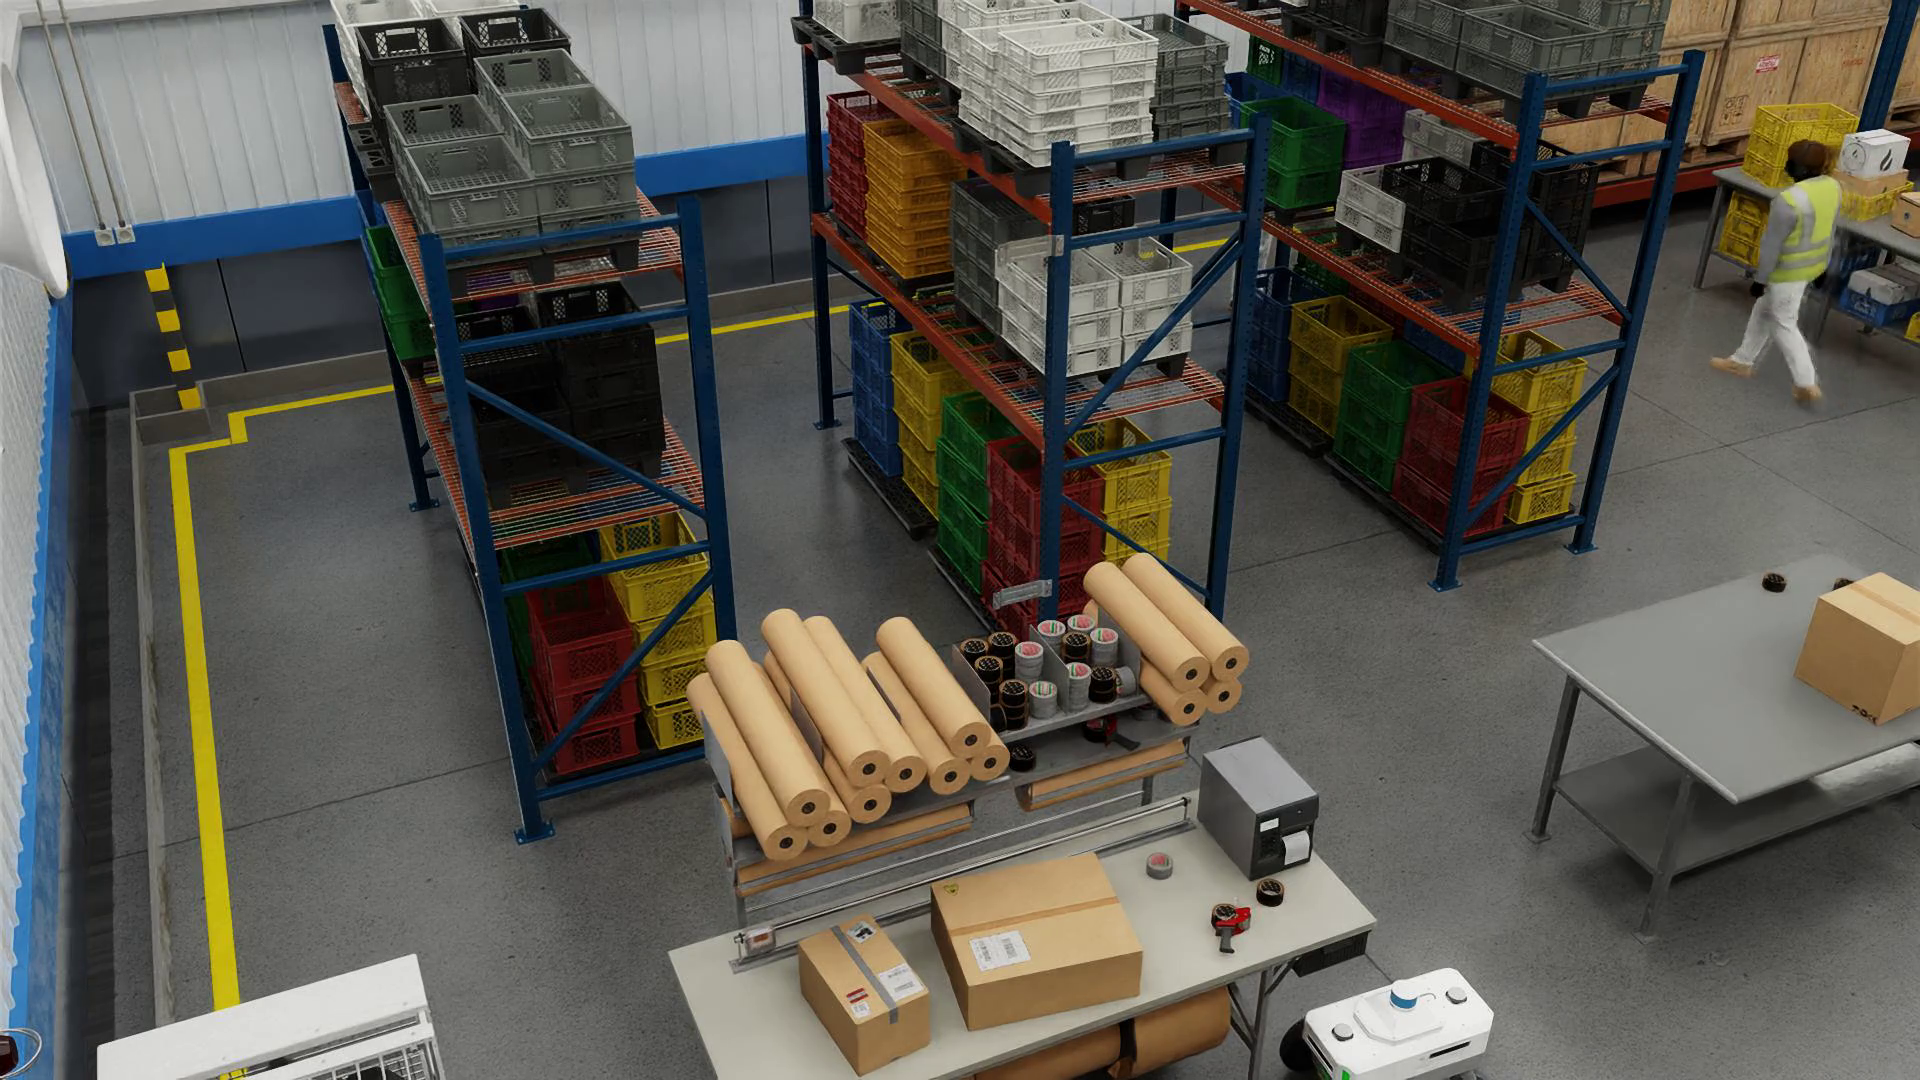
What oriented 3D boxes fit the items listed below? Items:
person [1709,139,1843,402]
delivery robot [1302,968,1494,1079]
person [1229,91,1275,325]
[{"bbox_3d":[5.815,-1.855,11.513,0.628,1.808,0.851,-24,39,-33],"label":"person"},{"bbox_3d":[1.702,1.918,6.474,0.707,0.478,0.477,-11,33,-18],"label":"delivery robot"},{"bbox_3d":[2.281,-2.558,12.573,0.356,1.883,0.572,-7,32,-11],"label":"person"}]
